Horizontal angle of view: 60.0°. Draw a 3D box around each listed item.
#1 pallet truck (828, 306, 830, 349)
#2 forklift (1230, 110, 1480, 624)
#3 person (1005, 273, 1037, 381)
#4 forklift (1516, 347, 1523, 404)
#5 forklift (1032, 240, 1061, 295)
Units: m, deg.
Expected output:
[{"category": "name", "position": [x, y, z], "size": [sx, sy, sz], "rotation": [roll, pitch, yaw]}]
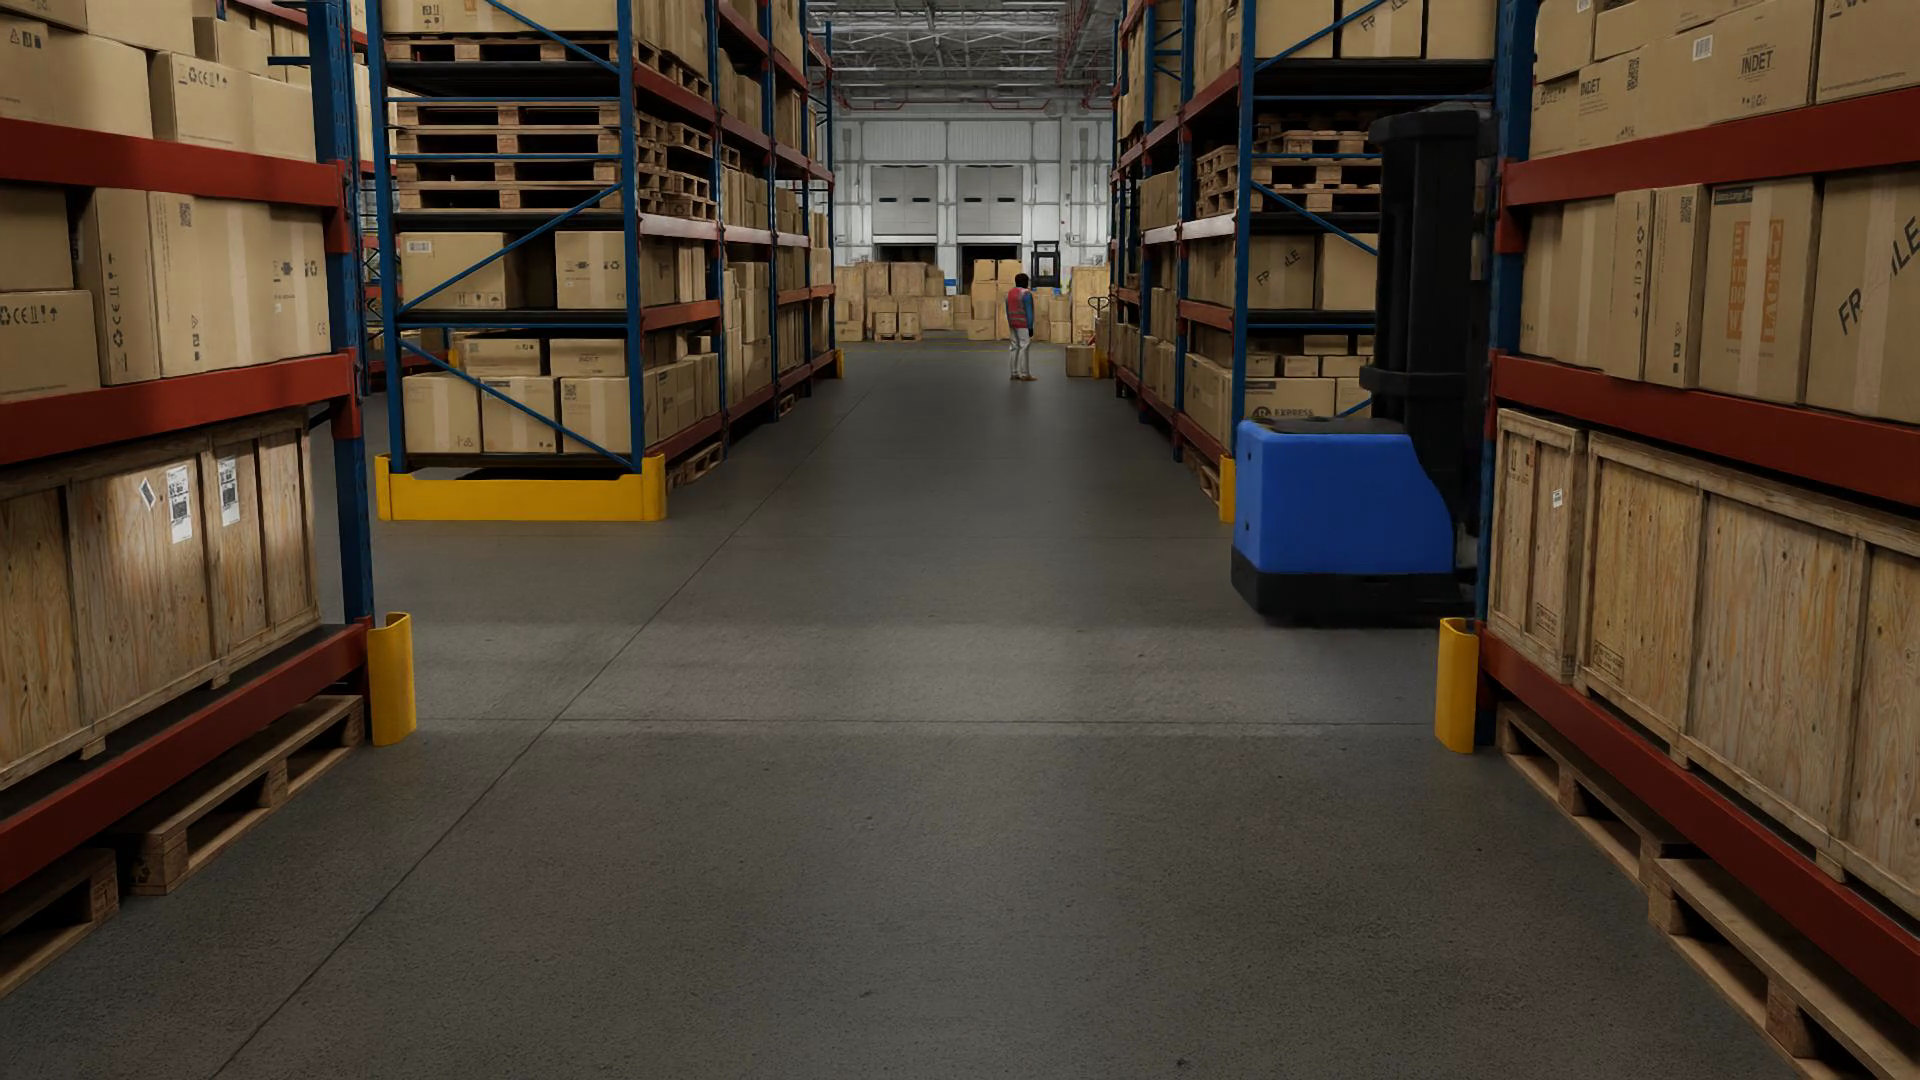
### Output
[{"category": "pallet truck", "position": [-3.100, -3.940, 29.800], "size": [1.885, 1.965, 0.823], "rotation": [3, 10, 19]}, {"category": "forklift", "position": [2.583, -0.989, 9.486], "size": [1.873, 2.768, 1.129], "rotation": [0, 9, 0]}, {"category": "person", "position": [1.056, -3.646, 28.511], "size": [0.429, 1.844, 0.627], "rotation": [-7, 12, -37]}, {"category": "forklift", "position": [7.026, -3.339, 23.565], "size": [1.873, 2.768, 1.129], "rotation": [-3, 10, -15]}, {"category": "forklift", "position": [3.172, -9.648, 61.356], "size": [1.129, 2.768, 1.873], "rotation": [0, 9, 1]}]
